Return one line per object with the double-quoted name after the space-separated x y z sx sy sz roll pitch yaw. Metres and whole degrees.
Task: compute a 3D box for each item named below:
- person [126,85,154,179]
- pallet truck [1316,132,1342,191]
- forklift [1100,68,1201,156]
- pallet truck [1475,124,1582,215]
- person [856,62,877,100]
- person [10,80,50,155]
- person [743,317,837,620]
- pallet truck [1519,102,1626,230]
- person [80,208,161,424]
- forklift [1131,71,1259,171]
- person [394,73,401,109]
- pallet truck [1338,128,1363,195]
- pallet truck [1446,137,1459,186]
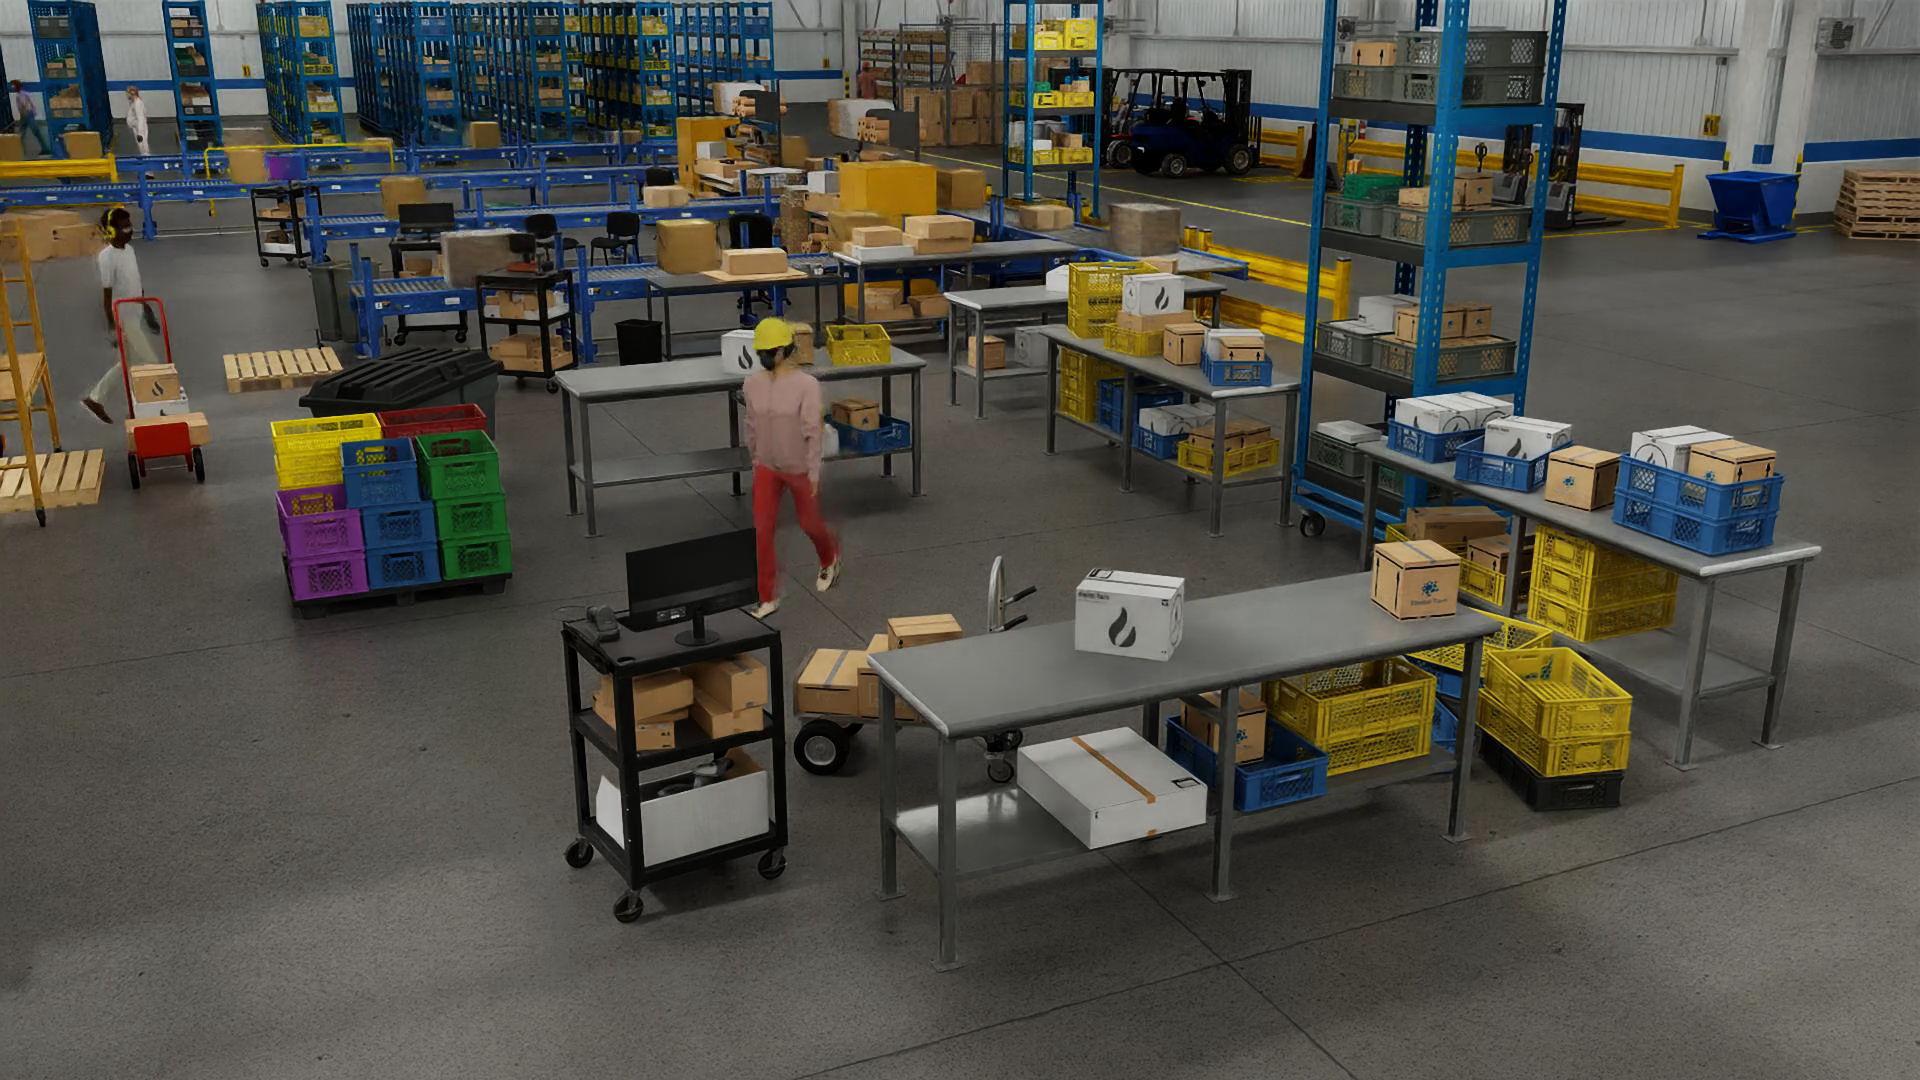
-17.099 -8.477 34.621 0.403 1.906 0.651 -8 19 -24 "person"
7.723 -7.504 32.656 1.601 1.201 0.680 -8 19 -23 "pallet truck"
4.082 -9.564 37.410 2.680 1.987 1.157 -8 19 -23 "forklift"
9.707 -6.455 28.103 1.885 1.965 0.823 -7 19 -20 "pallet truck"
-2.778 -13.211 49.496 0.622 1.951 1.054 -1 18 -3 "person"
-22.741 -10.249 40.398 0.968 1.784 0.567 -16 24 -41 "person"
-0.981 -0.449 9.603 0.522 1.736 0.824 6 19 20 "person"
9.972 -6.037 26.785 1.885 1.965 0.823 -9 20 -25 "pallet truck"
-6.985 -1.847 13.853 0.884 1.841 0.525 -2 18 -6 "person"
4.998 -8.936 35.413 2.680 1.987 1.157 -9 20 -25 "forklift"
-17.937 -14.307 53.138 0.417 1.818 0.599 -13 22 -36 "person"
7.845 -7.140 31.411 1.522 1.261 0.704 -9 20 -25 "pallet truck"
9.184 -6.485 29.328 1.630 1.274 0.653 -8 19 -23 "pallet truck"
